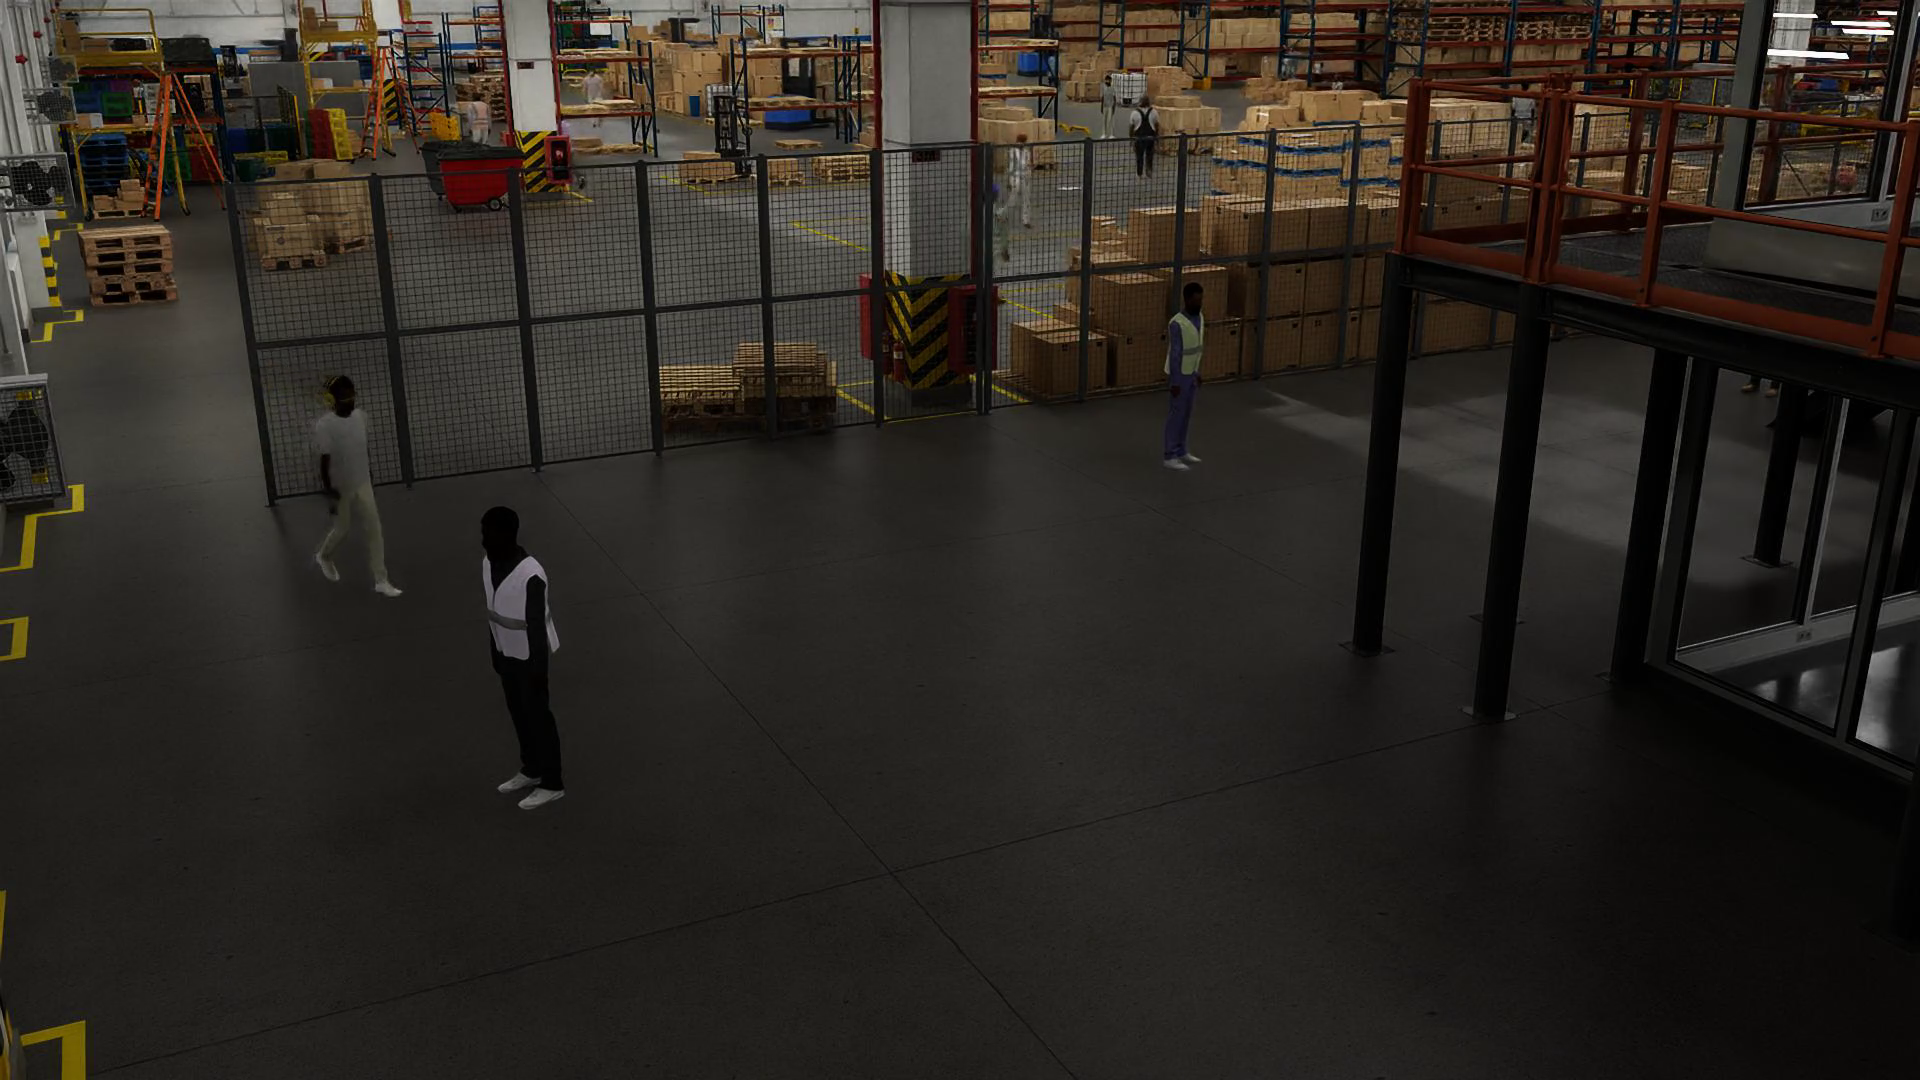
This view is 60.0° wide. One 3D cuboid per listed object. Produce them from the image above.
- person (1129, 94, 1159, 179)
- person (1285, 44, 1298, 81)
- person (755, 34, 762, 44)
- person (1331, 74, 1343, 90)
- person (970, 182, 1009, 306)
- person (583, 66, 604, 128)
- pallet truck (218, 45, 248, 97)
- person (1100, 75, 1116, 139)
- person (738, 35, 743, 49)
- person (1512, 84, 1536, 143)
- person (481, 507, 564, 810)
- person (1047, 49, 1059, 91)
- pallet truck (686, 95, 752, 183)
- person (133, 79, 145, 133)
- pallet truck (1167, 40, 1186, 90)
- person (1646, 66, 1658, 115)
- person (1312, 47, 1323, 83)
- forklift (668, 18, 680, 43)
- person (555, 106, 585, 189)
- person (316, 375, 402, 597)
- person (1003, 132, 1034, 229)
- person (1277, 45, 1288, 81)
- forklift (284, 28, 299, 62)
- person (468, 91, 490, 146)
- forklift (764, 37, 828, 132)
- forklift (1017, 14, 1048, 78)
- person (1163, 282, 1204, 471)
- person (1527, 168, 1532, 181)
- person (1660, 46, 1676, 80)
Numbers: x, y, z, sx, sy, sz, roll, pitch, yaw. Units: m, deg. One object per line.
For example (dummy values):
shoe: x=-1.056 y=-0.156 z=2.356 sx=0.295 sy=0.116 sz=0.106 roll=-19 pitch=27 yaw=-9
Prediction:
person: x=4.440 y=-9.790 z=40.319 sx=0.715 sy=2.000 sz=0.599 roll=0 pitch=19 yaw=1
person: x=13.621 y=-19.447 z=68.486 sx=0.598 sy=1.918 sz=0.631 roll=-17 pitch=25 yaw=-40
person: x=-9.671 y=-23.177 z=79.375 sx=1.000 sy=1.881 sz=0.735 roll=-1 pitch=19 yaw=-1
person: x=12.211 y=-14.277 z=53.946 sx=0.319 sy=1.629 sz=0.507 roll=-7 pitch=20 yaw=-20
person: x=0.399 y=-4.362 z=24.800 sx=0.624 sy=1.908 sz=0.972 roll=15 pitch=24 yaw=37
person: x=-11.685 y=-14.094 z=52.987 sx=0.655 sy=1.911 sz=0.757 roll=-2 pitch=19 yaw=-5
pallet truck: x=-28.879 y=-18.665 z=66.111 sx=0.823 sy=1.965 sz=1.885 roll=-3 pitch=19 yaw=-9
person: x=4.437 y=-12.939 z=49.728 sx=0.511 sy=1.860 sz=0.325 roll=14 pitch=24 yaw=36
person: x=-10.442 y=-22.839 z=78.355 sx=0.554 sy=1.905 sz=0.499 roll=12 pitch=22 yaw=30
person: x=15.422 y=-11.554 z=45.565 sx=0.627 sy=1.945 sz=0.432 roll=2 pitch=19 yaw=7
person: x=-2.663 y=0.698 z=10.122 sx=0.584 sy=1.911 sz=0.391 roll=18 pitch=26 yaw=41
person: x=3.821 y=-19.490 z=68.990 sx=0.649 sy=1.678 sz=0.538 roll=11 pitch=22 yaw=28
pallet truck: x=-5.836 y=-9.608 z=39.856 sx=0.823 sy=1.965 sz=1.885 roll=10 pitch=22 yaw=27
person: x=-25.354 y=-13.402 z=51.411 sx=0.527 sy=1.631 sz=0.314 roll=6 pitch=20 yaw=17
pallet truck: x=9.045 y=-19.971 z=69.895 sx=0.823 sy=1.965 sz=1.885 roll=-3 pitch=19 yaw=-8
person: x=23.784 y=-15.521 z=57.504 sx=0.553 sy=1.647 sz=0.859 roll=13 pitch=23 yaw=34
person: x=15.104 y=-20.048 z=70.615 sx=0.816 sy=1.661 sz=0.547 roll=-9 pitch=21 yaw=-24
forklift: x=-12.289 y=-21.119 z=71.891 sx=1.873 sy=2.768 sz=1.129 roll=-4 pitch=19 yaw=-11
person: x=-9.076 y=-8.988 z=38.206 sx=0.801 sy=1.906 sz=0.600 roll=8 pitch=20 yaw=21
person: x=-5.022 y=-0.460 z=13.590 sx=0.888 sy=1.840 sz=0.525 roll=12 pitch=22 yaw=31
person: x=1.135 y=-7.084 z=32.761 sx=0.584 sy=1.861 sz=0.822 roll=-14 pitch=24 yaw=-35
person: x=12.922 y=-18.847 z=66.726 sx=0.354 sy=1.939 sz=0.545 roll=-9 pitch=21 yaw=-24
forklift: x=-24.033 y=-17.060 z=60.125 sx=1.873 sy=2.768 sz=1.129 roll=-9 pitch=21 yaw=-25
person: x=-12.572 y=-10.787 z=43.510 sx=0.429 sy=1.840 sz=0.635 roll=15 pitch=24 yaw=37
forklift: x=-5.192 y=-14.281 z=52.067 sx=1.129 sy=2.768 sz=1.873 roll=13 pitch=23 yaw=34
forklift: x=3.713 y=-22.959 z=77.224 sx=1.873 sy=2.768 sz=1.129 roll=-9 pitch=21 yaw=-25
person: x=2.295 y=-1.687 z=17.018 sx=0.394 sy=1.916 sz=0.590 roll=12 pitch=22 yaw=30
person: x=9.293 y=-5.168 z=27.218 sx=0.977 sy=1.831 sz=0.597 roll=3 pitch=19 yaw=8
person: x=32.334 y=-21.921 z=75.837 sx=0.804 sy=1.804 sz=0.599 roll=-9 pitch=21 yaw=-24
